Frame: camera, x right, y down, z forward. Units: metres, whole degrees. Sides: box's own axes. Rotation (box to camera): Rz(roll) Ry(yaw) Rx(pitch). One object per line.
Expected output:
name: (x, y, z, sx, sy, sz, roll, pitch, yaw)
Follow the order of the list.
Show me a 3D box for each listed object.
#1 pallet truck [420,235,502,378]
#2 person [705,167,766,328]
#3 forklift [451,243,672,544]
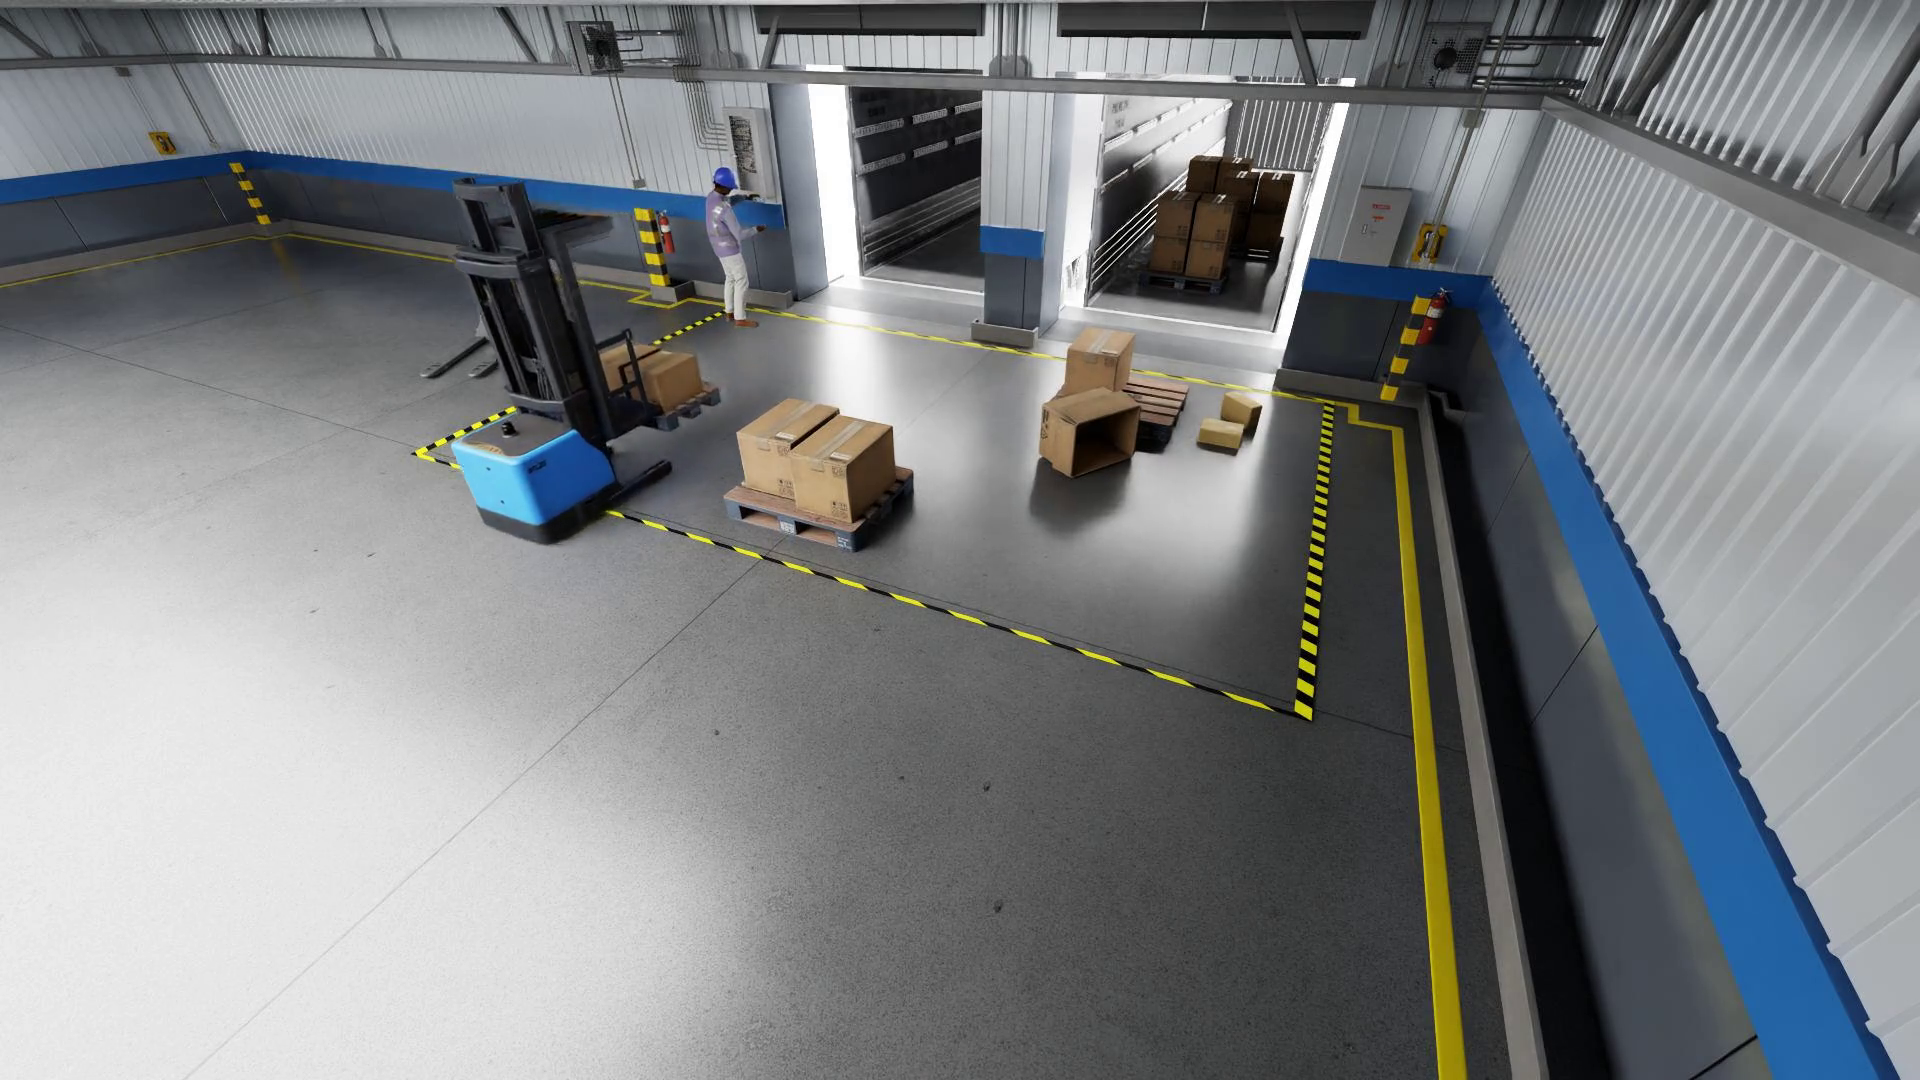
pallet truck: (-5.664, -2.712, 8.427, 0.680, 1.201, 1.601, 0, 35, -1)
person: (-2.769, -3.698, 9.259, 0.773, 1.883, 0.772, -22, 41, -28)
forklift: (-3.250, -1.058, 5.414, 0.716, 2.013, 0.776, 15, 38, 20)
